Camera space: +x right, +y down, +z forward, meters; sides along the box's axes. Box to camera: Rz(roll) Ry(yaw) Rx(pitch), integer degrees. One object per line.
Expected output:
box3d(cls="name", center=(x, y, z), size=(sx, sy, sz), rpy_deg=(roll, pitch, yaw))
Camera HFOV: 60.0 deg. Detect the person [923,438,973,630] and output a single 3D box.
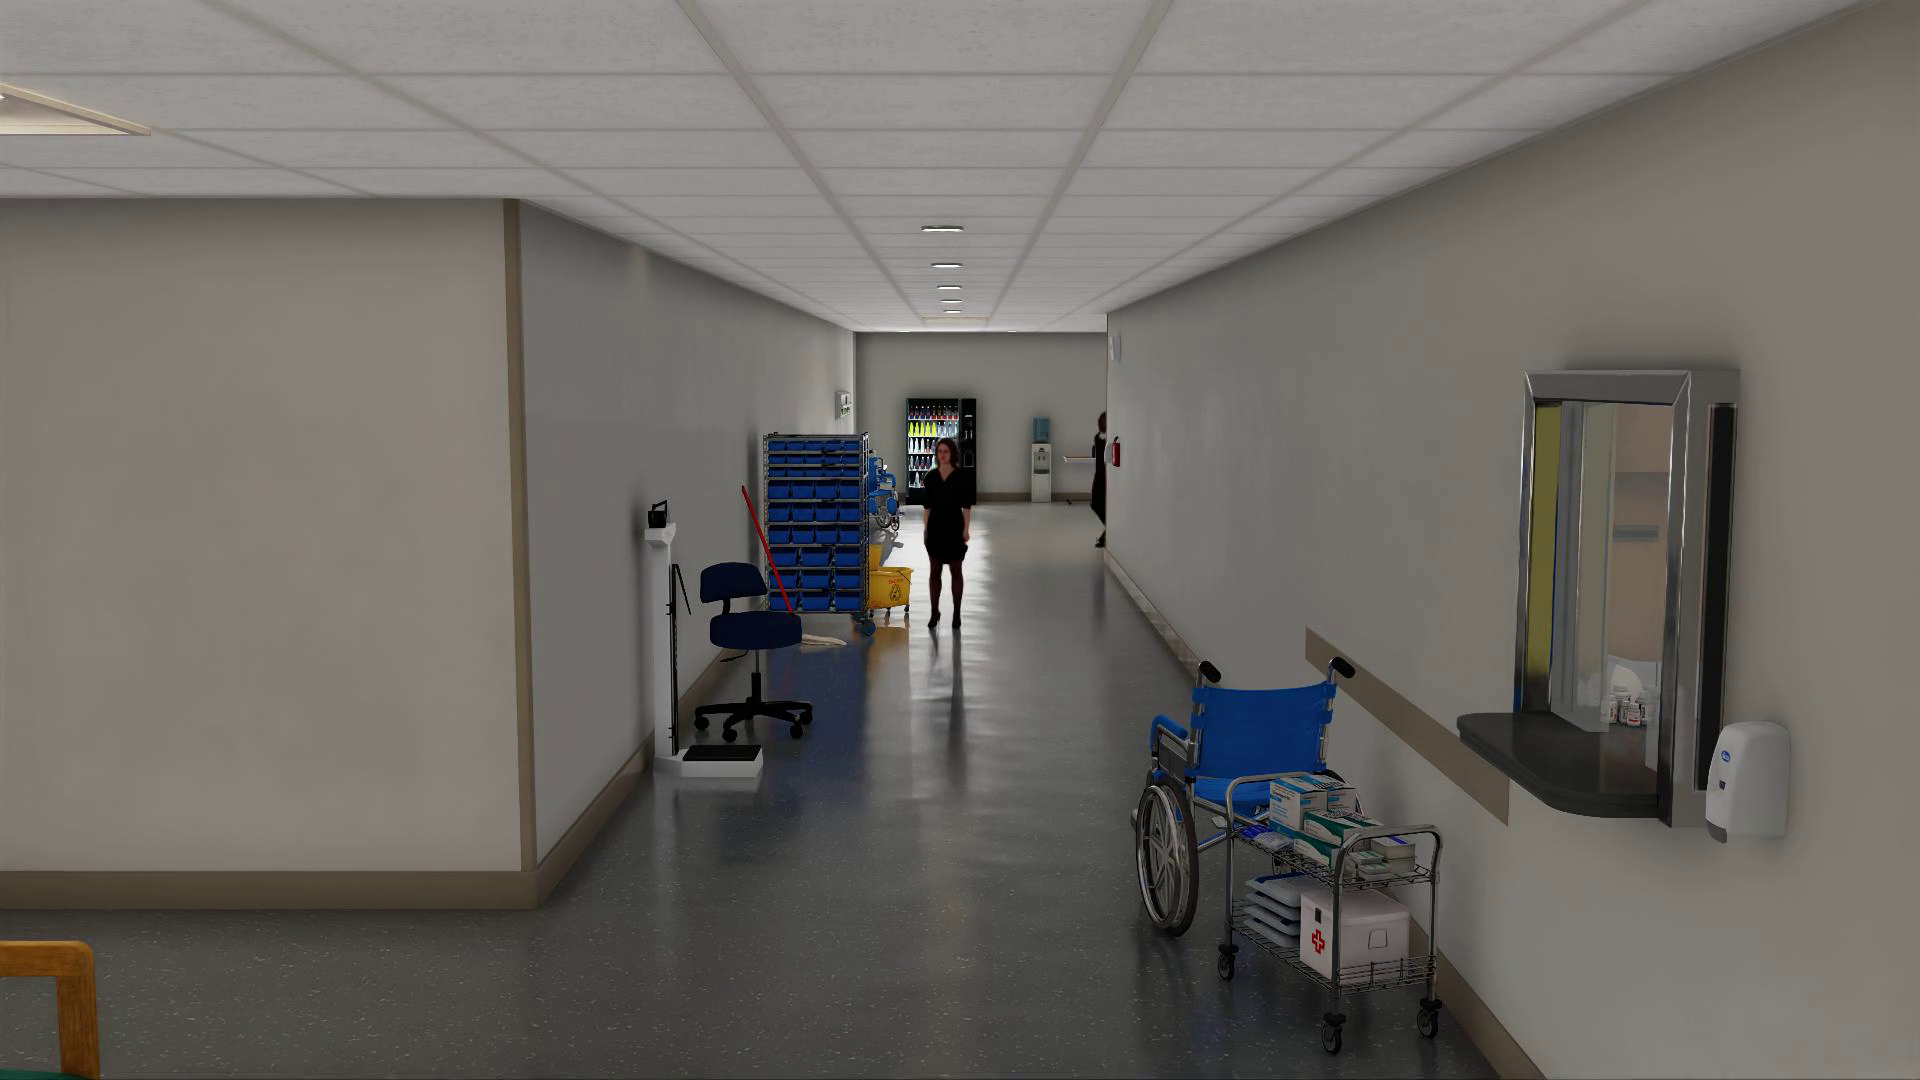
box3d(cls="person", center=(-0.120, -0.065, 14.859), size=(0.503, 1.704, 0.686), rpy_deg=(1, 6, 12))
